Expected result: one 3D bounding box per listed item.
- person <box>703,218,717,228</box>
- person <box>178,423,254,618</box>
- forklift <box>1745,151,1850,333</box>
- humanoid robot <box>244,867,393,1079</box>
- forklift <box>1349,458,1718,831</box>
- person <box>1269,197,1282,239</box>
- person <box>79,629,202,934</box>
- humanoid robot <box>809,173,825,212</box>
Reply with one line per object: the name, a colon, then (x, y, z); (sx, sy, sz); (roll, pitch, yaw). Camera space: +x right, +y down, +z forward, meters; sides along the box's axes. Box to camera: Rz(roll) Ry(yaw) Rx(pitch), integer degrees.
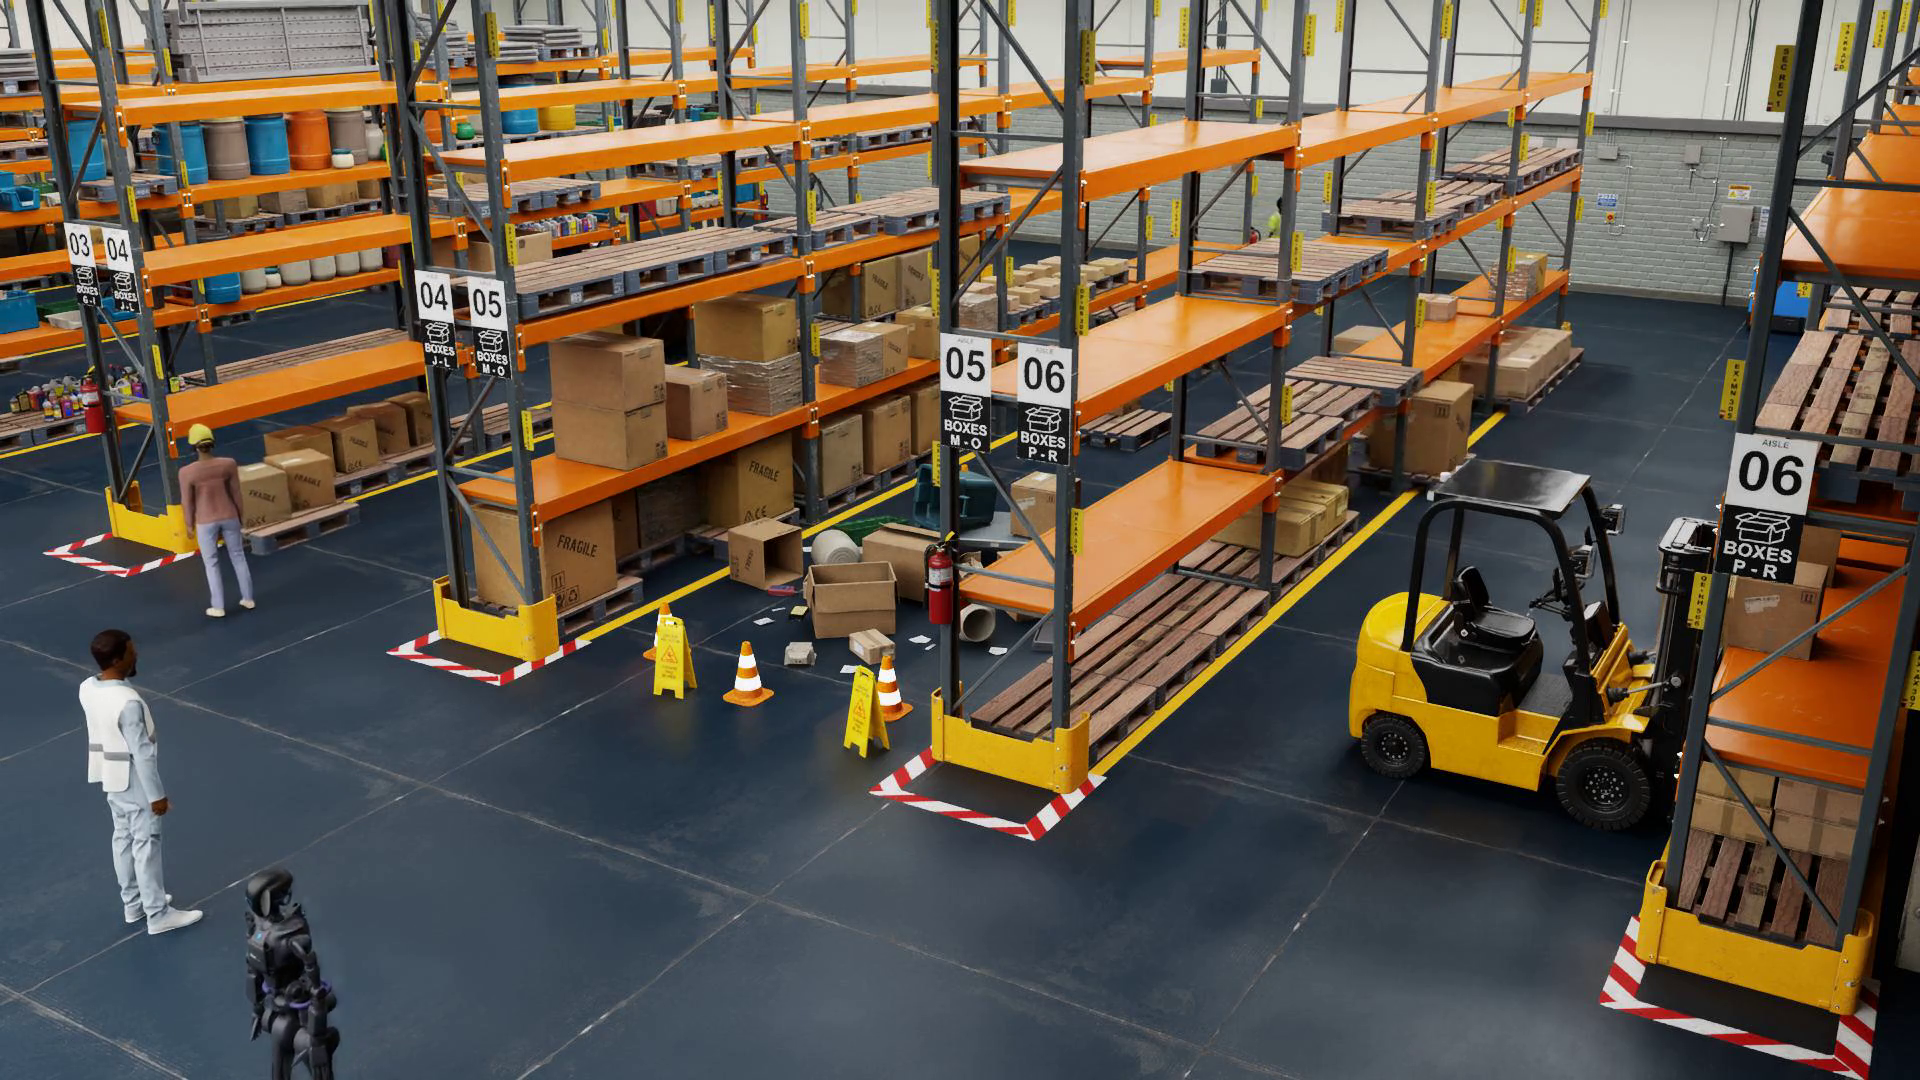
person: (-5.256, -7.048, 34.823); (0.489, 1.688, 0.349); (-6, 20, -17)
person: (-6.657, -0.180, 14.851); (0.525, 1.763, 0.335); (-18, 26, -41)
forklift: (13.620, -4.667, 26.137); (1.873, 2.768, 1.129); (11, 22, 29)
humanoid robot: (-3.135, 2.242, 7.999); (0.584, 1.629, 0.644); (12, 22, 31)
forklift: (3.988, 0.658, 11.776); (2.313, 2.155, 1.214); (11, 22, 29)
person: (5.664, -5.326, 29.846); (0.438, 1.679, 0.527); (16, 25, 38)
person: (-4.954, 1.440, 9.929); (0.588, 1.920, 0.391); (14, 24, 35)
humanoid robot: (-3.132, -7.061, 34.892); (0.612, 1.641, 0.392); (1, 19, 2)
